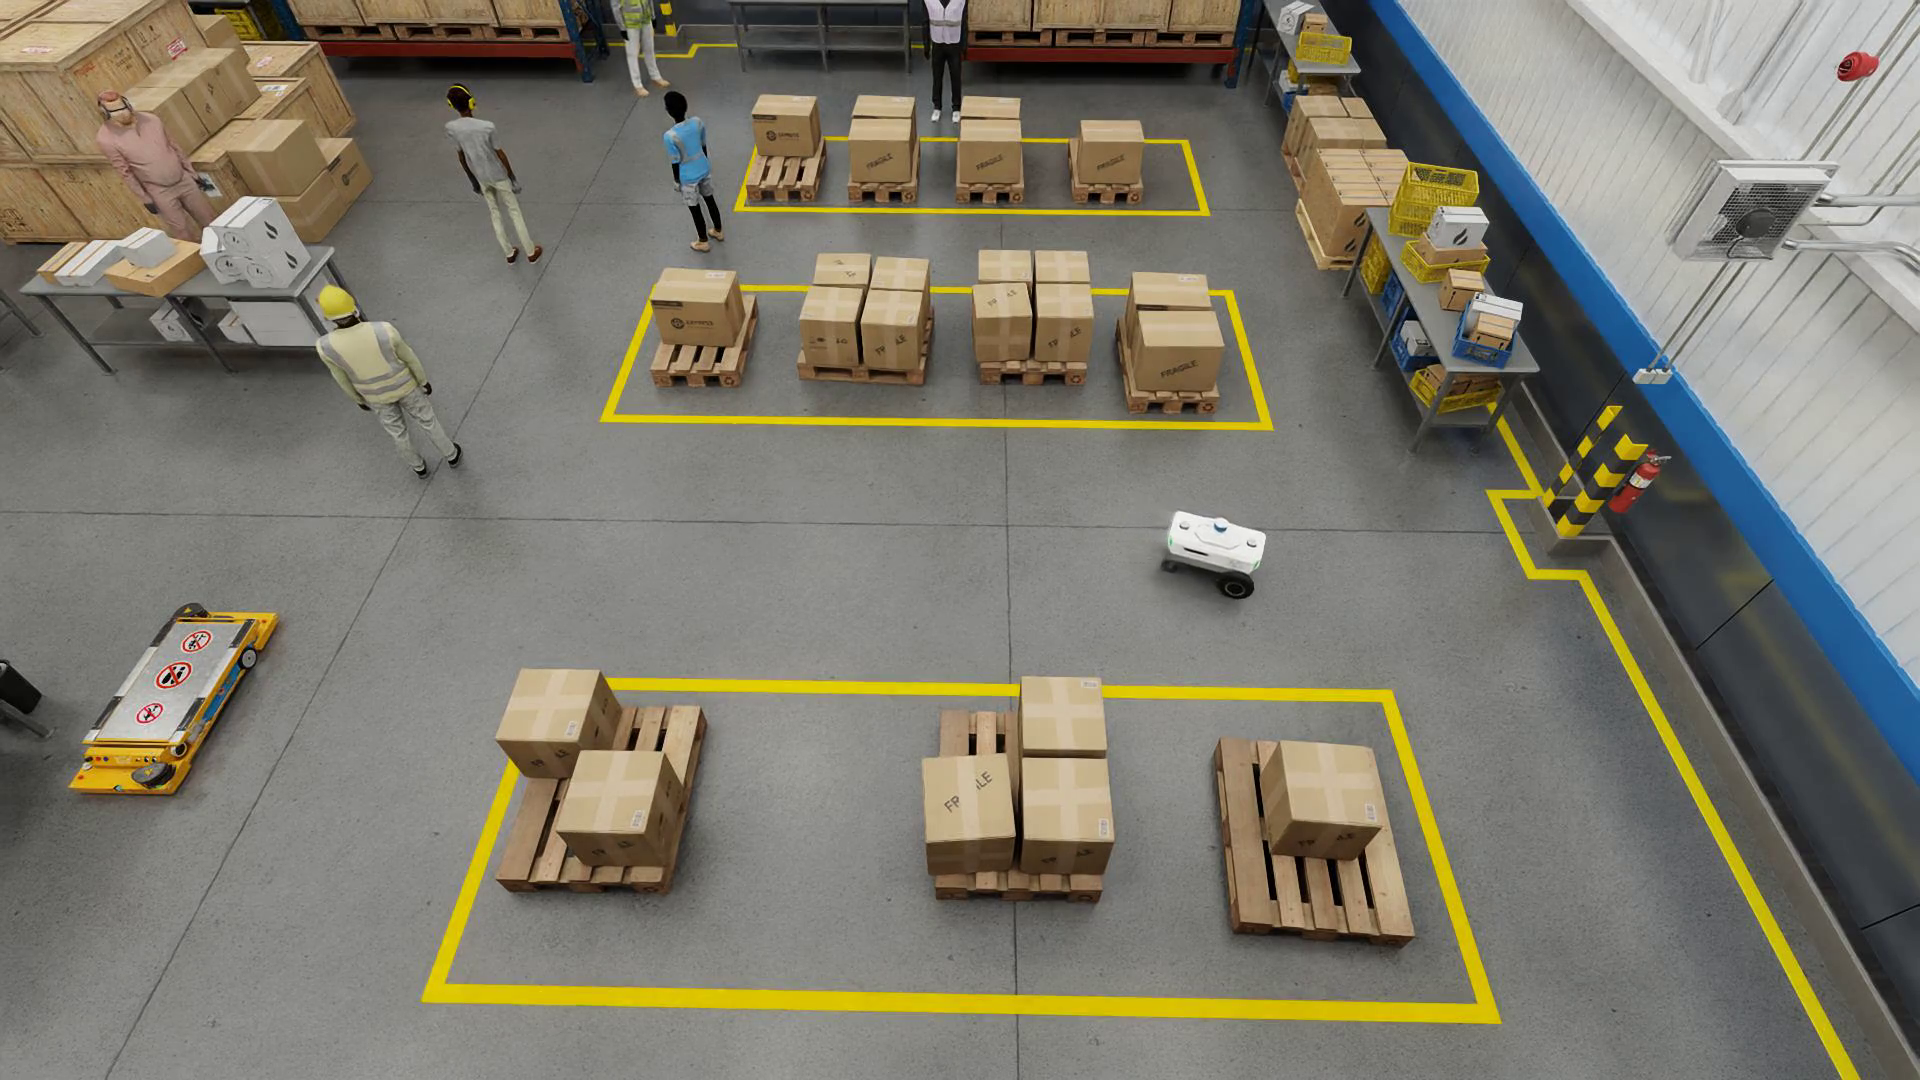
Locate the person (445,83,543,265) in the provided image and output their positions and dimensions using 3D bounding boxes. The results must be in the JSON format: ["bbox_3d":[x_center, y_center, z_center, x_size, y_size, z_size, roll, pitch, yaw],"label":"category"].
[{"bbox_3d":[-4.837,-3.741,9.485,0.500,1.862,0.327,1,50,1],"label":"person"}]

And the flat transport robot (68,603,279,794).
[{"bbox_3d":[-5.504,1.072,6.442,0.652,0.197,1.431,1,50,1],"label":"flat transport robot"}]

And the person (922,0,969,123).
[{"bbox_3d":[-0.179,-6.305,11.622,0.583,1.911,0.392,2,50,2],"label":"person"}]

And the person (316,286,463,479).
[{"bbox_3d":[-4.606,-1.247,7.386,0.590,1.837,0.403,-22,53,-17],"label":"person"}]

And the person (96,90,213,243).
[{"bbox_3d":[-8.046,-3.606,9.338,0.400,1.905,0.645,20,53,16],"label":"person"}]

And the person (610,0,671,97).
[{"bbox_3d":[-4.291,-6.899,12.180,0.431,1.833,0.644,29,56,22],"label":"person"}]

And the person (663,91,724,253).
[{"bbox_3d":[-2.833,-3.880,9.702,0.318,1.699,0.535,26,54,20],"label":"person"}]

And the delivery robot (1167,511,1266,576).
[{"bbox_3d":[1.970,0.023,7.086,0.707,0.478,0.477,16,52,13],"label":"delivery robot"}]
